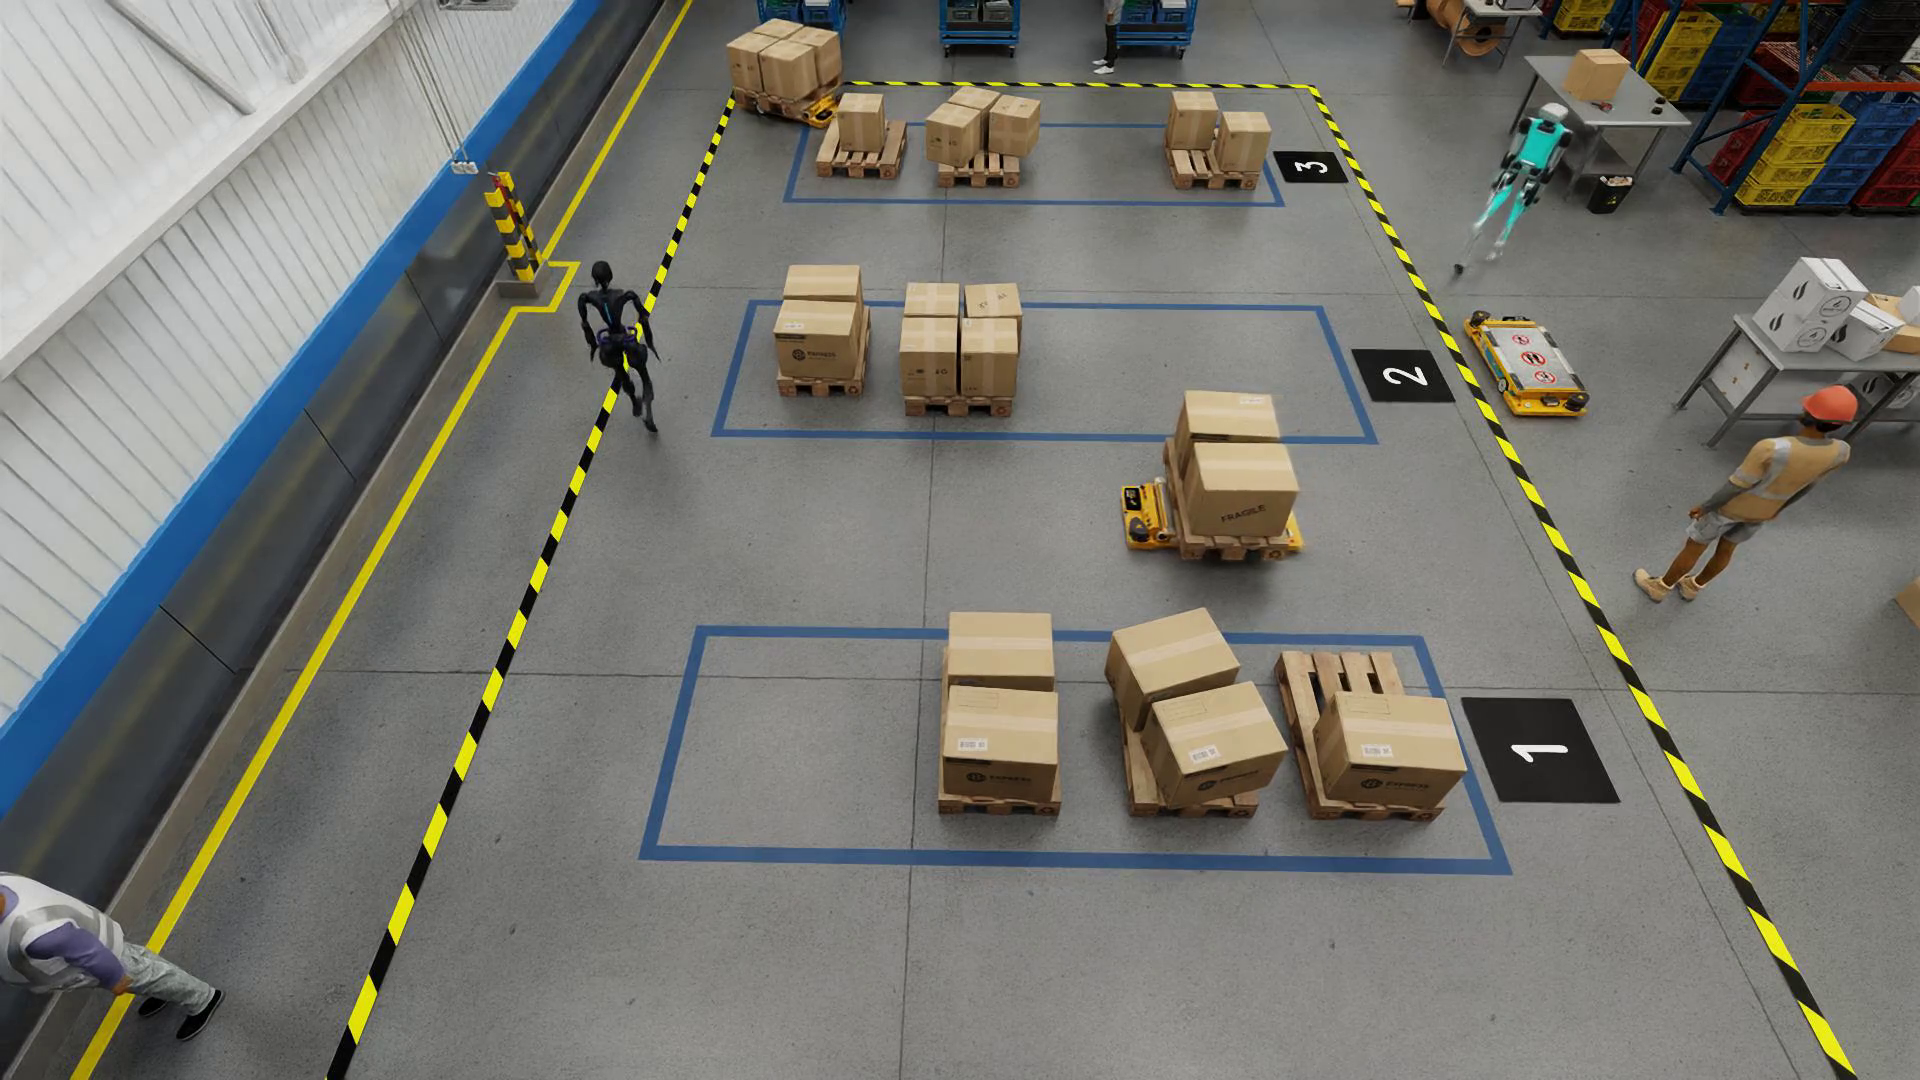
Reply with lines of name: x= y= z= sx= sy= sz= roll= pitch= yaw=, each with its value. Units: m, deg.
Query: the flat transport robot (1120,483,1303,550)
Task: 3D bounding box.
flat transport robot: x=2.108 y=-0.228 z=7.712 sx=1.431 sy=0.197 sz=0.652 roll=1 pitch=49 yaw=1

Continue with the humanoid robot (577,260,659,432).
humanoid robot: x=-2.997 y=-1.669 z=8.060 sx=0.597 sy=1.638 sz=0.624 roll=-8 pitch=50 yaw=-7

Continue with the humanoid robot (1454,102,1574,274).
humanoid robot: x=5.786 y=-3.620 z=9.735 sx=1.040 sy=1.782 sz=0.538 roll=-35 pitch=58 yaw=-27

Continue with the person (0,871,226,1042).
person: x=-4.492 y=2.116 z=4.668 sx=0.587 sy=1.831 sz=0.404 roll=20 pitch=52 yaw=16

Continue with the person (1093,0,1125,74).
person: x=2.174 y=-7.710 z=13.159 sx=0.364 sy=1.852 sz=0.596 roll=4 pitch=49 yaw=3

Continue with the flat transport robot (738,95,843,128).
flat transport robot: x=-2.348 y=-6.147 z=12.836 sx=1.431 sy=0.197 sz=0.652 roll=23 pitch=53 yaw=18

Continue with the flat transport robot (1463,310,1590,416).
flat transport robot: x=5.573 y=-1.757 z=9.054 sx=0.659 sy=0.231 sz=1.431 roll=1 pitch=49 yaw=1

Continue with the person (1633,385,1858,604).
person: x=5.641 y=-0.274 z=6.599 sx=0.613 sy=2.040 sz=0.372 roll=0 pitch=49 yaw=0
